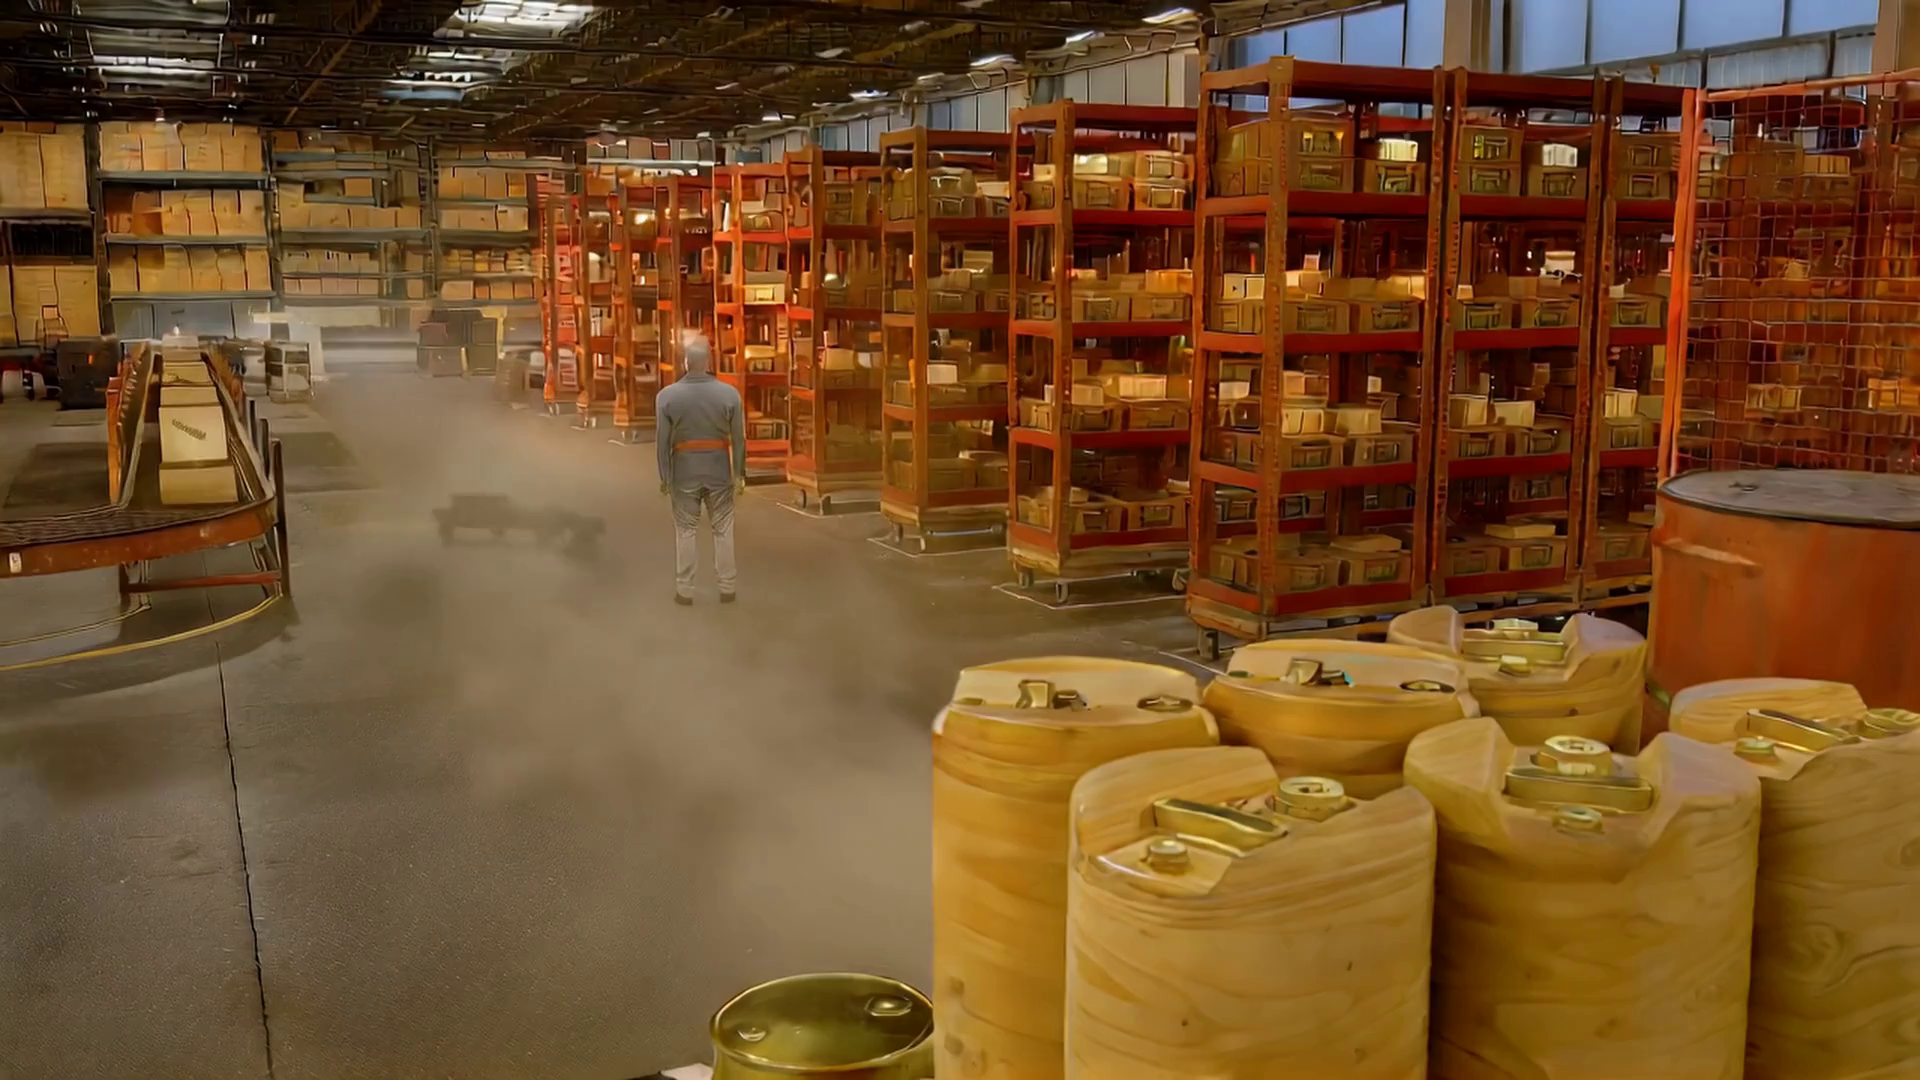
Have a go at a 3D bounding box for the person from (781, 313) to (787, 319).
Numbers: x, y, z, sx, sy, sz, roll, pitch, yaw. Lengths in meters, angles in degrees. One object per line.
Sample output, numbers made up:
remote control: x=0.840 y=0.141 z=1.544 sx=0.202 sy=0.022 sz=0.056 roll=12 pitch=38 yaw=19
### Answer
person: x=-4.663 y=-5.976 z=45.953 sx=0.611 sy=1.985 sz=0.415 roll=-5 pitch=11 yaw=-31

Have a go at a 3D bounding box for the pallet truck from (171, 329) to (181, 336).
pallet truck: x=-17.275 y=-3.851 z=35.096 sx=1.601 sy=1.201 sz=0.680 roll=0 pitch=9 yaw=1

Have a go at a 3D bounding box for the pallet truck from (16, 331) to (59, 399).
pallet truck: x=-17.082 y=-3.353 z=31.781 sx=1.630 sy=1.274 sz=0.653 roll=-4 pitch=10 yaw=-25

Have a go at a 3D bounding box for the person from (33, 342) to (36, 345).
person: x=-24.258 y=-5.456 z=43.797 sx=0.280 sy=1.633 sz=0.501 roll=8 pitch=12 yaw=40

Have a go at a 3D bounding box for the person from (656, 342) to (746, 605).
person: x=-1.875 y=-0.477 z=12.061 sx=0.644 sy=1.908 sz=0.408 roll=-2 pitch=9 yaw=-14
